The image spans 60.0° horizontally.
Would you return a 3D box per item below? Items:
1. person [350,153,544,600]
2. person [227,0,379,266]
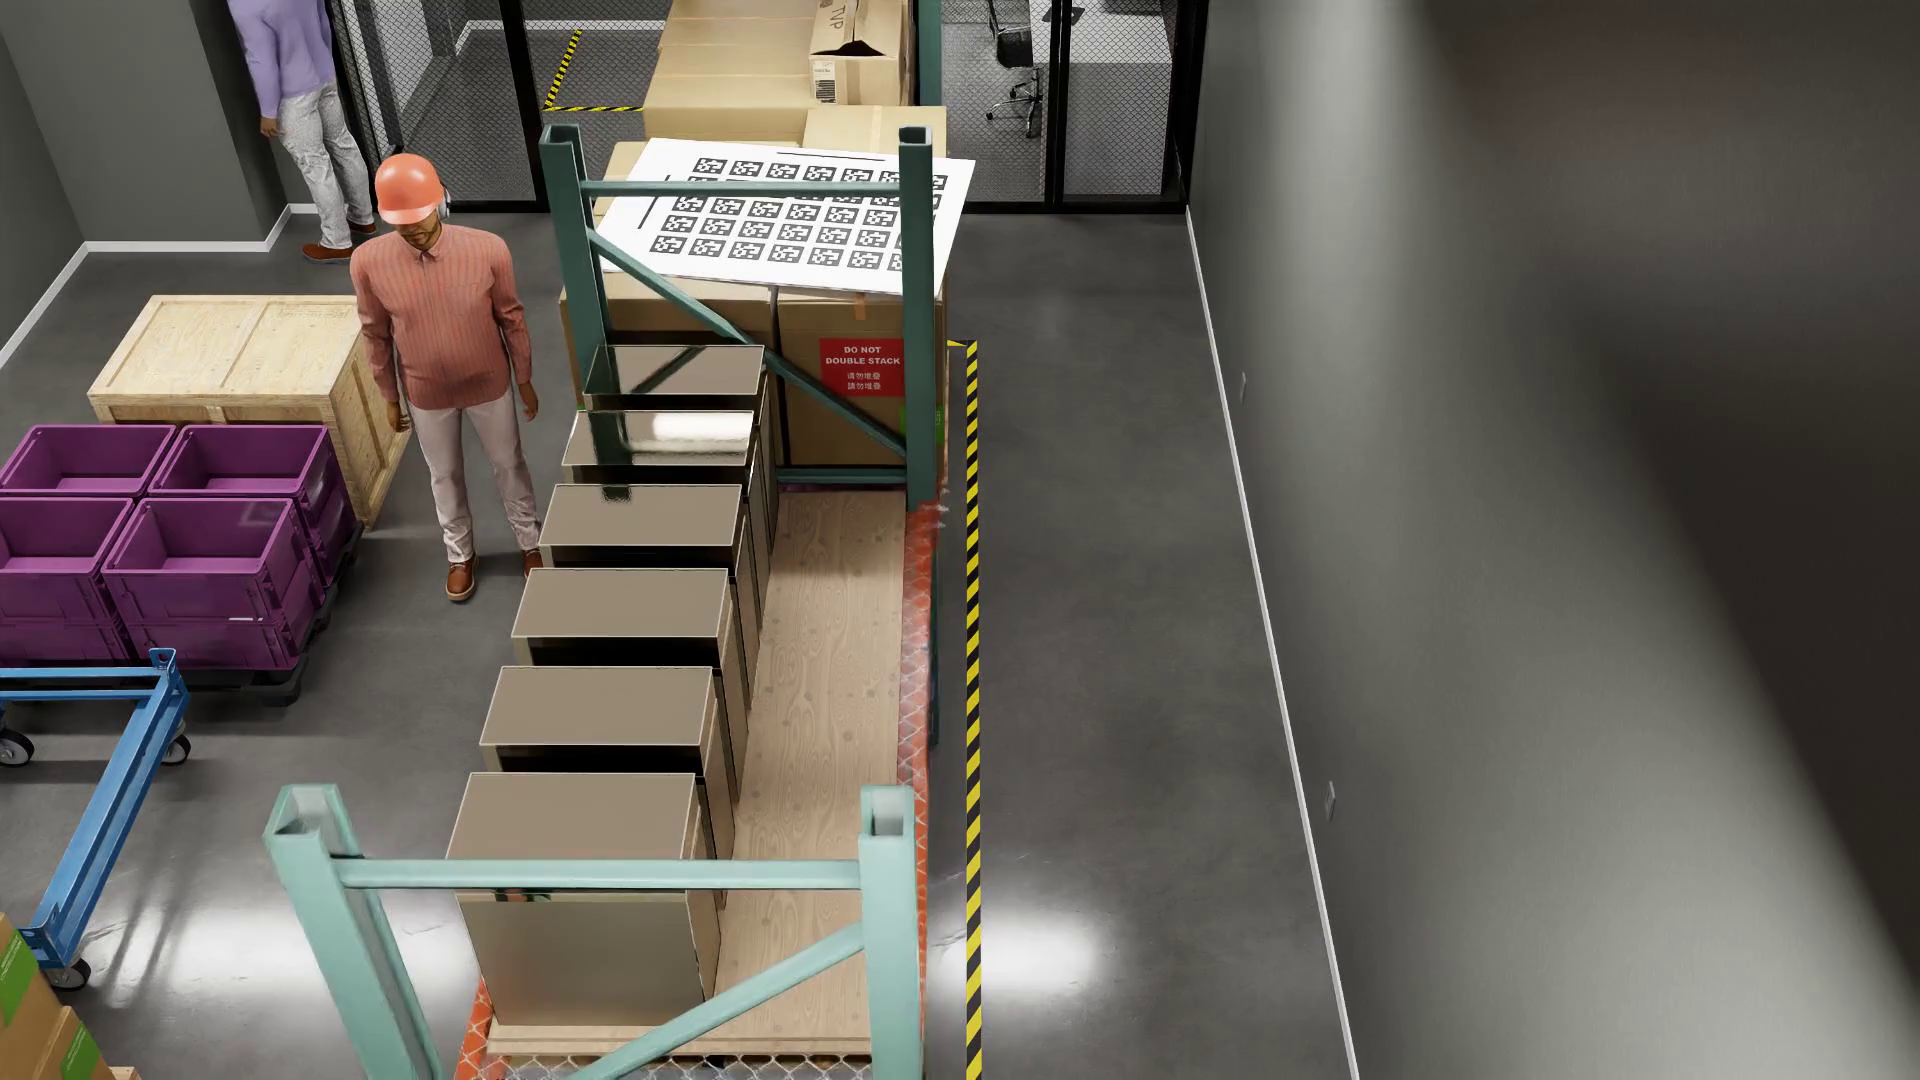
[{"bbox_3d":[-1.980,-0.615,6.548,0.619,1.994,0.381,-9,42,-11],"label":"person"},{"bbox_3d":[-3.404,-2.331,8.552,0.374,1.938,0.627,12,43,13],"label":"person"}]
